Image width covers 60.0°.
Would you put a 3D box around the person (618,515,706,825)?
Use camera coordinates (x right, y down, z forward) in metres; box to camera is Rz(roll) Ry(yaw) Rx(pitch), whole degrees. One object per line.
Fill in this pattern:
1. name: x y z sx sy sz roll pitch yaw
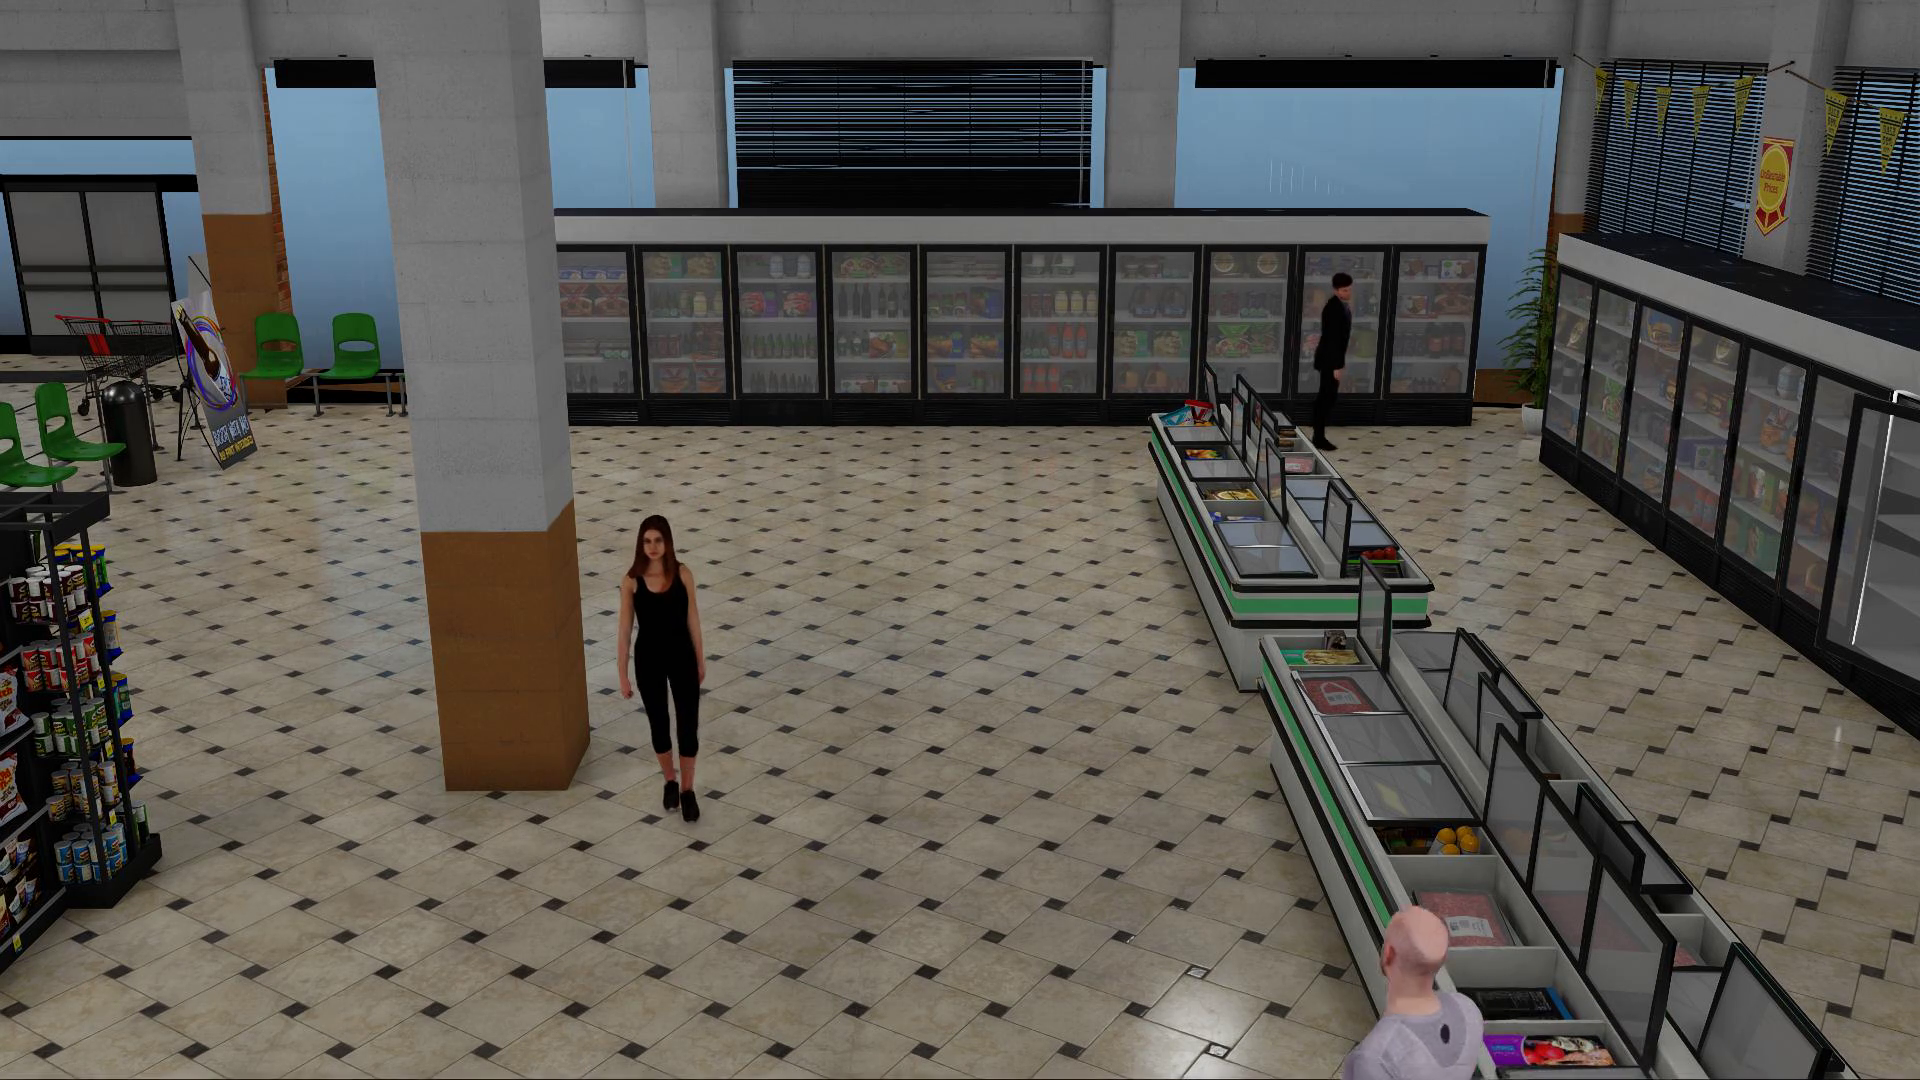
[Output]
1. person: -1.617 0.664 9.161 0.655 1.713 0.744 -2 17 -8

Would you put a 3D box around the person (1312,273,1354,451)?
1. person: 3.825 -1.873 17.277 0.995 1.851 0.655 1 17 3

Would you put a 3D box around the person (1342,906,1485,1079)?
1. person: 1.333 1.954 4.764 0.992 1.799 1.113 -11 20 -33
